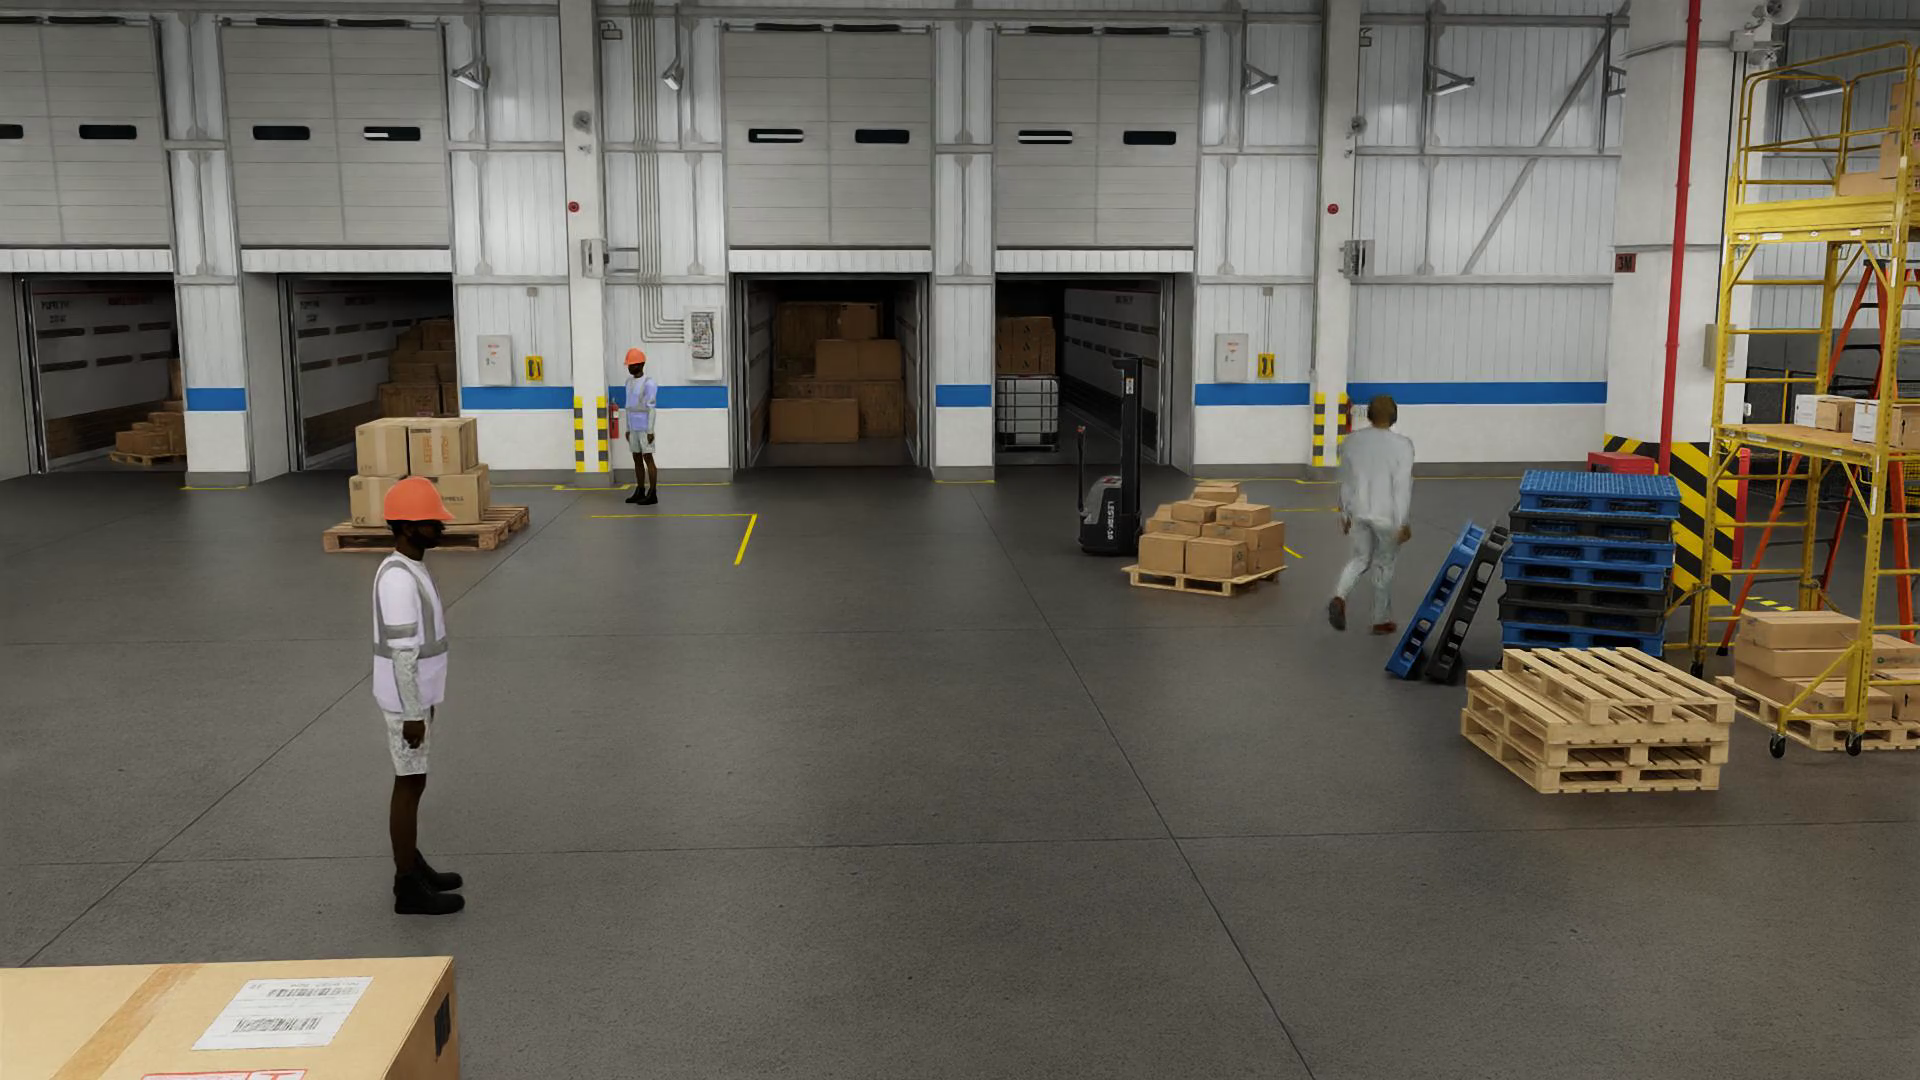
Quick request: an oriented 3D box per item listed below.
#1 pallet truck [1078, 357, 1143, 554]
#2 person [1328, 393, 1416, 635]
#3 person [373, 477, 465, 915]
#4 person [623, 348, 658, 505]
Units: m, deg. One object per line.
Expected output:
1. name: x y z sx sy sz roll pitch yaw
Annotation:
1. pallet truck: 2.088 -0.836 16.757 1.885 1.965 0.823 2 9 13
2. person: 3.189 -0.180 12.899 0.655 1.919 0.633 -9 13 -44
3. person: -2.409 0.683 7.406 0.377 1.938 0.547 -2 9 -15
4. person: -3.953 -1.391 20.470 0.543 1.930 0.389 8 12 42
